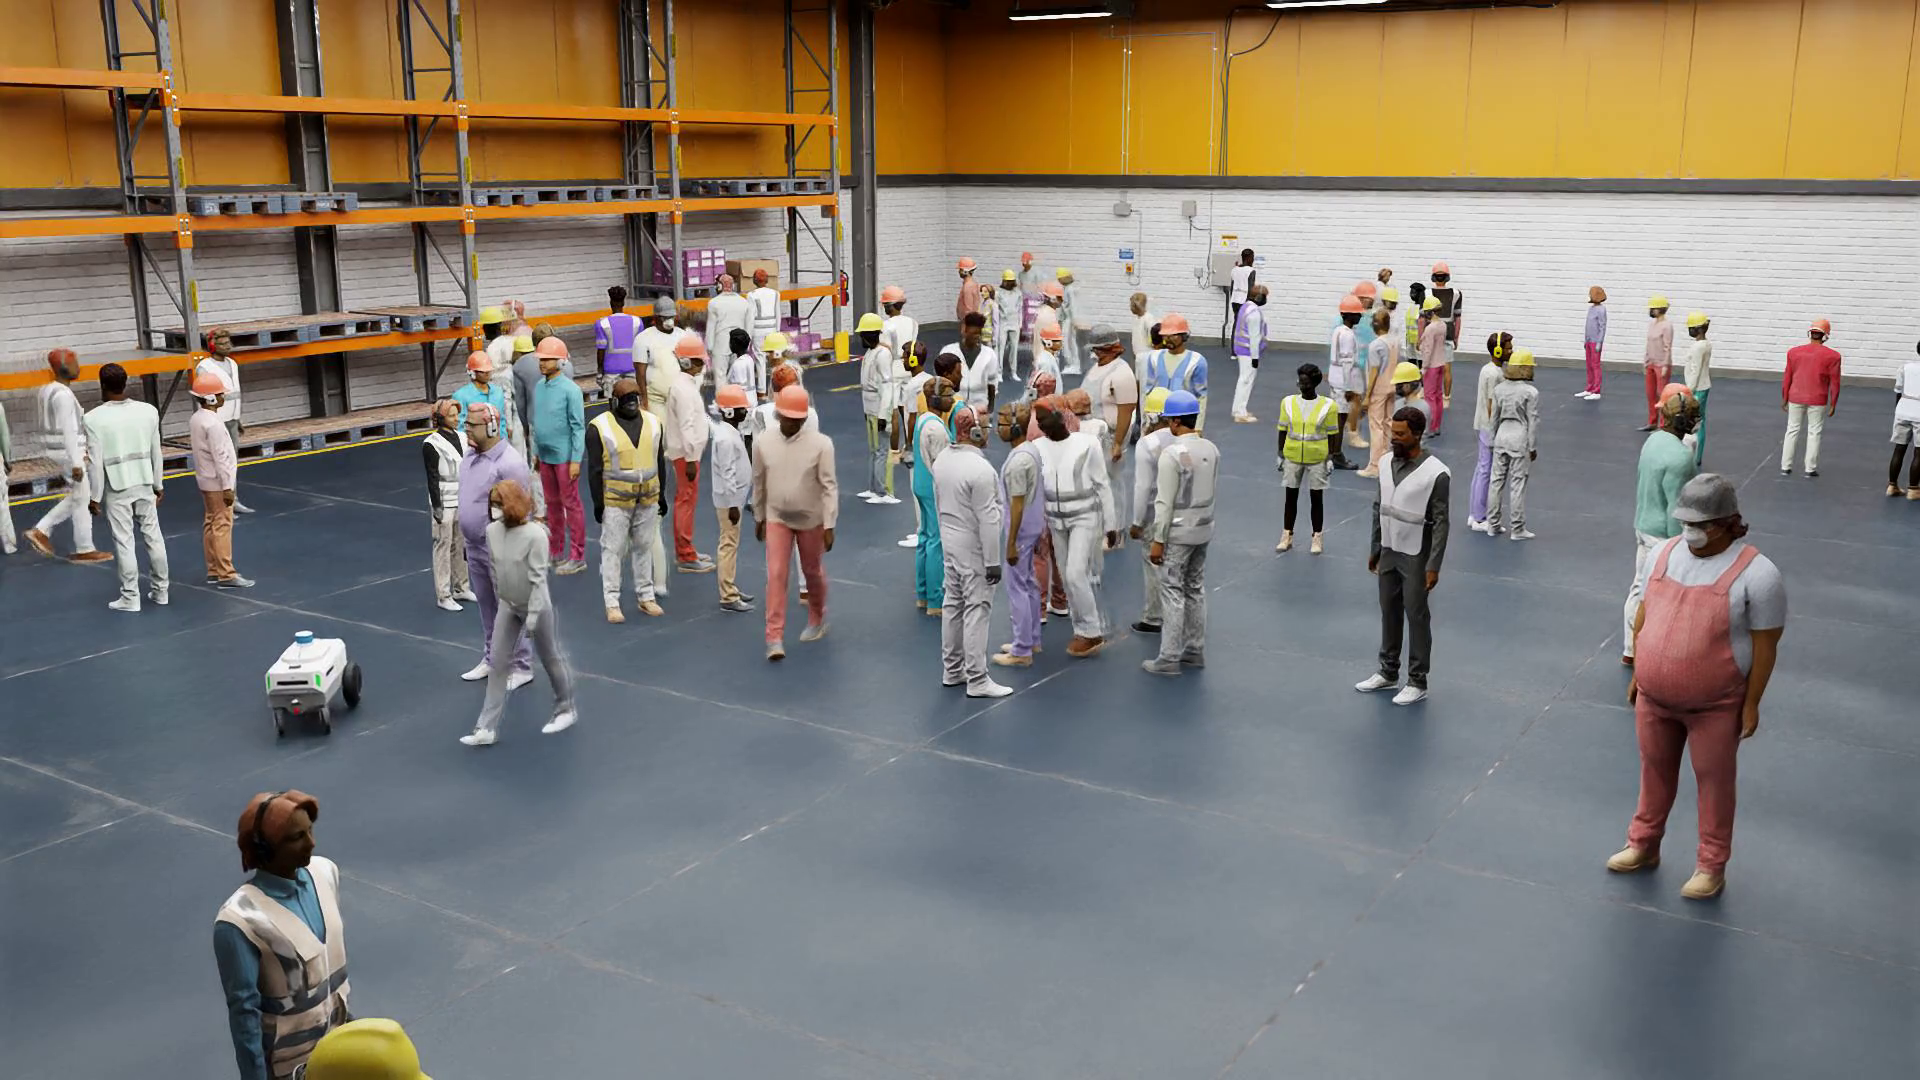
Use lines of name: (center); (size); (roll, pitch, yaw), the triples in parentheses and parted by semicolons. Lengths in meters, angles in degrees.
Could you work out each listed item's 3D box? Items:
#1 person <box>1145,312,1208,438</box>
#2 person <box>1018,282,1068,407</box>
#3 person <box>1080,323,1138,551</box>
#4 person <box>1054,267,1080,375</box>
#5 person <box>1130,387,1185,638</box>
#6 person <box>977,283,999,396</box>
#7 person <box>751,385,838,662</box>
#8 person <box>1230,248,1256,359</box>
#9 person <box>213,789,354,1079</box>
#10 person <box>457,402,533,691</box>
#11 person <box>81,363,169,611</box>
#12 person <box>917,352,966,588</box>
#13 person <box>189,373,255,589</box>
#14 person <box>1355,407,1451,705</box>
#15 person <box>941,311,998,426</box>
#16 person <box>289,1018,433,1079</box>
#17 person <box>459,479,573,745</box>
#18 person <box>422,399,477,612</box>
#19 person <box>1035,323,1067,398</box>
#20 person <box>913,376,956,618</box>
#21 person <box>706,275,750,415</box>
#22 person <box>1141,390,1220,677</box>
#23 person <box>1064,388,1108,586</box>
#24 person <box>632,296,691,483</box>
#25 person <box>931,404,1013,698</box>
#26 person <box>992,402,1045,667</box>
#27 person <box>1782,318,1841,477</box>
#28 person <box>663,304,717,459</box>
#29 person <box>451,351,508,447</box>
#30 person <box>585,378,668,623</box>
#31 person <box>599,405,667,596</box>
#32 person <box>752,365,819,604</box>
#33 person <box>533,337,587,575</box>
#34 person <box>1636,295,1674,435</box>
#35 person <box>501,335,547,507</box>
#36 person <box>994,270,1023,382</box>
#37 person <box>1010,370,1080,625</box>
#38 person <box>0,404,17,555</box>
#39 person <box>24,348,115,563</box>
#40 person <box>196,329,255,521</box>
person: (2.008, -1.113, 15.627); (0.609, 2.043, 0.397); (8, 15, 30)
person: (1.021, -2.261, 20.824); (0.985, 1.949, 0.620); (2, 13, 7)
person: (1.253, -0.931, 14.846); (0.536, 2.000, 0.672); (-5, 14, -19)
person: (1.717, -3.525, 26.802); (0.540, 1.712, 0.506); (-1, 13, -6)
person: (1.472, -0.203, 12.152); (0.600, 1.827, 0.404); (-10, 16, -36)
person: (0.401, -2.944, 24.442); (0.305, 1.645, 0.522); (-7, 15, -29)
person: (-1.165, -0.141, 11.644); (0.651, 1.927, 1.051); (2, 13, 7)
person: (4.888, -4.061, 28.702); (0.392, 1.914, 0.587); (-8, 15, -30)
person: (-2.003, 1.536, 5.017); (0.308, 1.643, 0.511); (3, 13, 12)
person: (-3.084, 0.039, 10.920); (0.652, 1.910, 0.403); (11, 17, 41)
person: (-6.418, -0.404, 12.824); (0.392, 1.920, 0.587); (9, 16, 33)
person: (-0.136, -0.568, 13.540); (0.377, 1.915, 0.599); (-9, 16, -35)
person: (-6.030, -0.485, 13.525); (0.321, 1.755, 0.572); (-11, 17, -39)
person: (2.872, 0.093, 10.677); (0.374, 1.916, 0.596); (-7, 15, -29)
person: (0.067, -1.399, 17.109); (0.633, 1.936, 0.847); (-1, 13, -3)
person: (-1.226, 1.826, 3.510); (0.339, 1.761, 0.524); (-1, 13, -4)
person: (-2.643, 0.438, 9.873); (0.513, 1.597, 0.822); (6, 14, 26)
person: (-3.946, -0.280, 12.899); (0.307, 1.641, 0.514); (4, 14, 16)
person: (0.947, -1.411, 17.555); (0.341, 1.752, 0.563); (1, 13, 4)
person: (-0.178, -0.328, 12.660); (0.344, 1.844, 0.506); (-4, 14, -17)
person: (-3.160, -2.645, 22.611); (0.654, 1.894, 0.401); (-10, 16, -36)
person: (1.501, -0.045, 11.246); (0.420, 1.933, 0.618); (11, 17, 39)
person: (0.971, -0.417, 13.496); (0.513, 1.639, 0.313); (-5, 14, -22)
person: (-3.054, -1.545, 17.508); (0.689, 2.000, 0.539); (-10, 17, -38)
person: (0.086, 0.071, 10.795); (0.410, 1.908, 0.643); (-8, 15, -30)
person: (0.408, -0.038, 11.430); (0.339, 1.833, 0.520); (3, 13, 12)
person: (9.313, -1.556, 18.217); (0.574, 1.740, 0.348); (9, 16, 35)
person: (-3.056, -1.810, 19.180); (0.881, 1.814, 0.506); (-1, 13, -2)
person: (-4.304, -0.838, 15.066); (0.327, 1.752, 0.562); (8, 15, 32)
person: (-2.490, -0.307, 12.572); (0.624, 1.844, 0.430); (-9, 16, -34)
person: (-2.636, -0.367, 13.385); (0.500, 1.590, 0.880); (-9, 16, -35)
person: (-1.336, -0.431, 13.024); (0.573, 1.882, 0.354); (4, 14, 17)
person: (-3.386, -0.709, 13.978); (0.611, 1.997, 0.372); (11, 17, 40)
person: (8.804, -2.210, 21.026); (0.346, 1.760, 0.528); (-1, 13, -5)
person: (-4.286, -1.158, 16.481); (0.313, 1.744, 0.487); (13, 18, 43)
person: (0.759, -3.339, 25.940); (0.493, 1.743, 0.300); (-5, 14, -21)
person: (0.605, -0.320, 12.485); (0.403, 1.911, 0.637); (12, 17, 42)
person: (-8.543, -0.649, 14.499); (0.511, 1.641, 0.307); (-10, 16, -36)
person: (-7.706, -0.704, 14.256); (0.556, 1.871, 0.579); (-8, 15, -32)
person: (-7.154, -1.126, 16.115); (0.393, 1.846, 0.564); (1, 13, 6)
